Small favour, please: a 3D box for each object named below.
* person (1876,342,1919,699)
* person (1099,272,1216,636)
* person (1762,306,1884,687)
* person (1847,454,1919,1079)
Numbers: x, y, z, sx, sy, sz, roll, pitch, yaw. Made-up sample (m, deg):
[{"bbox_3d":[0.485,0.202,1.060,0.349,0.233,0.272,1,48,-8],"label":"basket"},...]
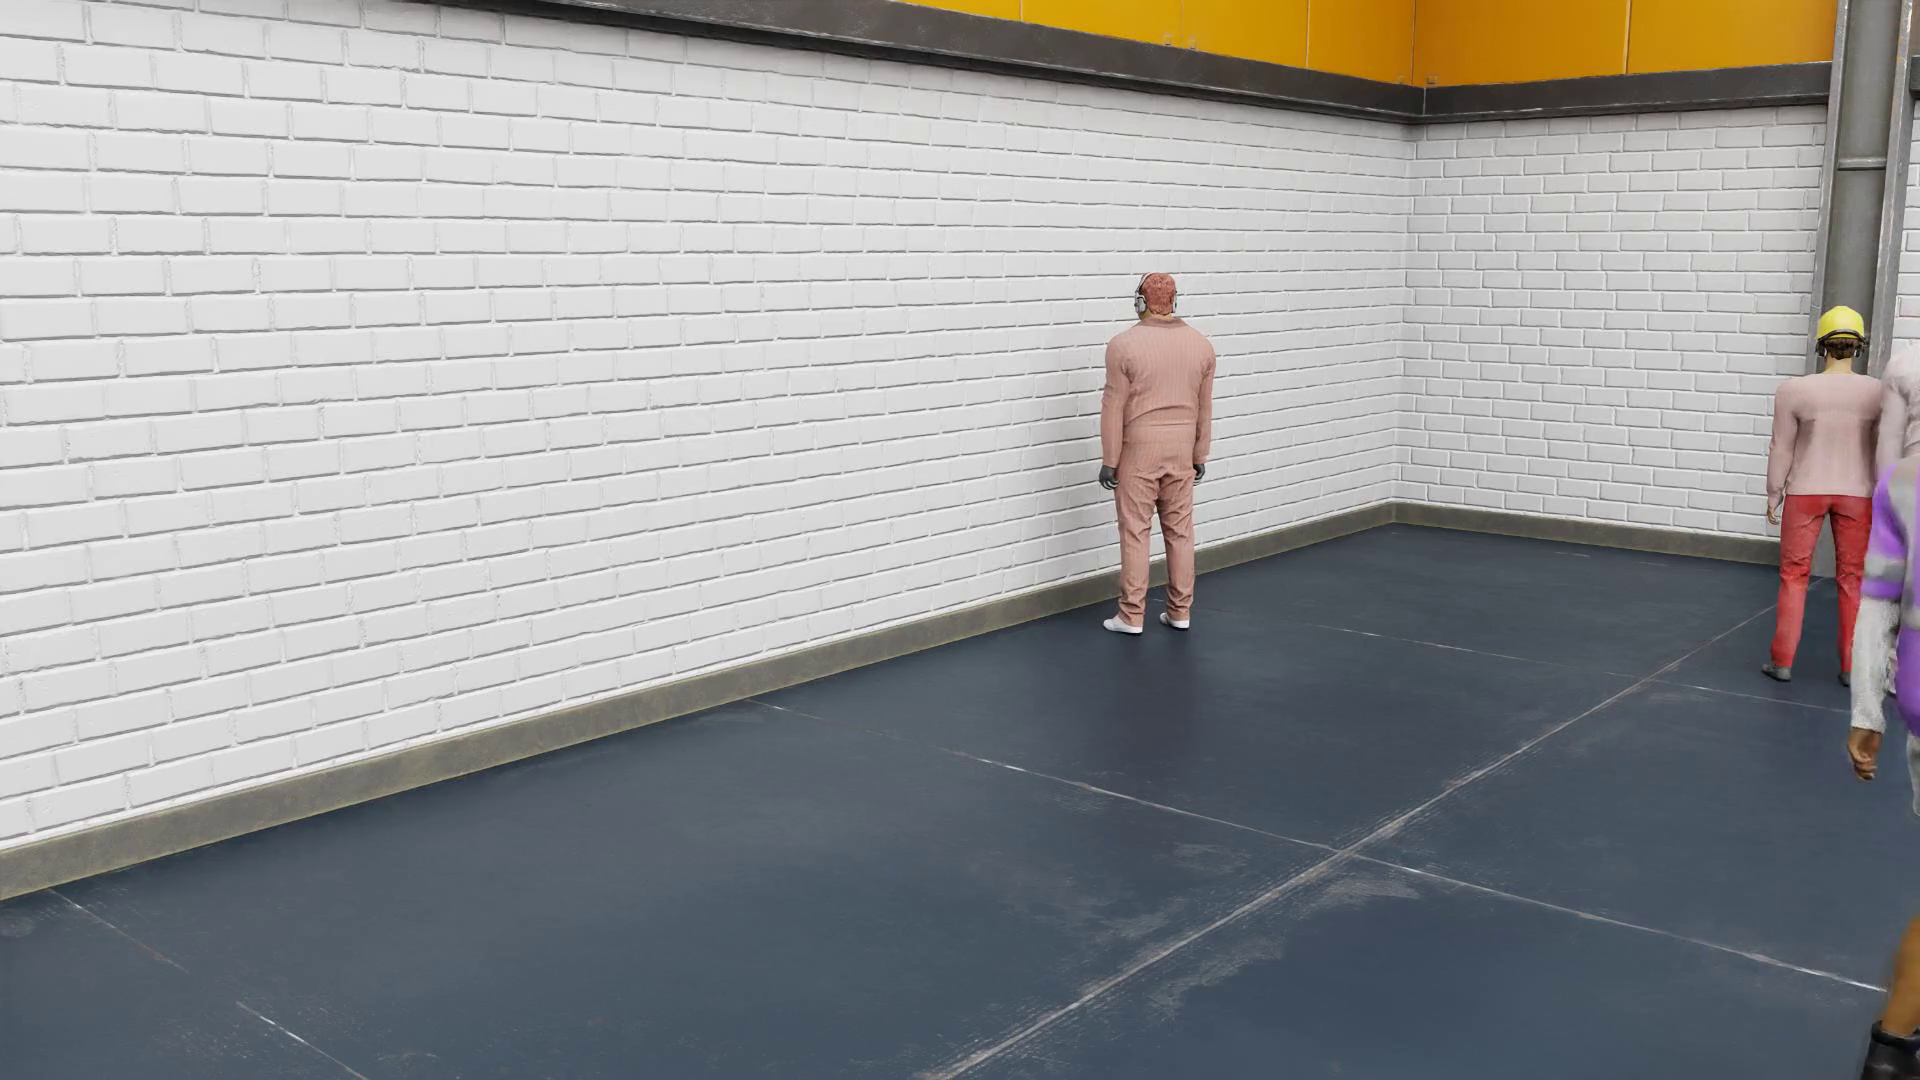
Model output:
[{"bbox_3d":[4.424,-0.213,7.379,0.649,1.905,0.404,6,12,32],"label":"person"},{"bbox_3d":[1.015,-0.449,8.748,0.641,1.903,0.402,-5,11,-24],"label":"person"},{"bbox_3d":[4.032,-0.200,7.738,0.522,1.758,0.349,4,11,20],"label":"person"},{"bbox_3d":[2.485,0.393,4.004,1.006,1.886,0.552,-6,11,-30],"label":"person"}]
